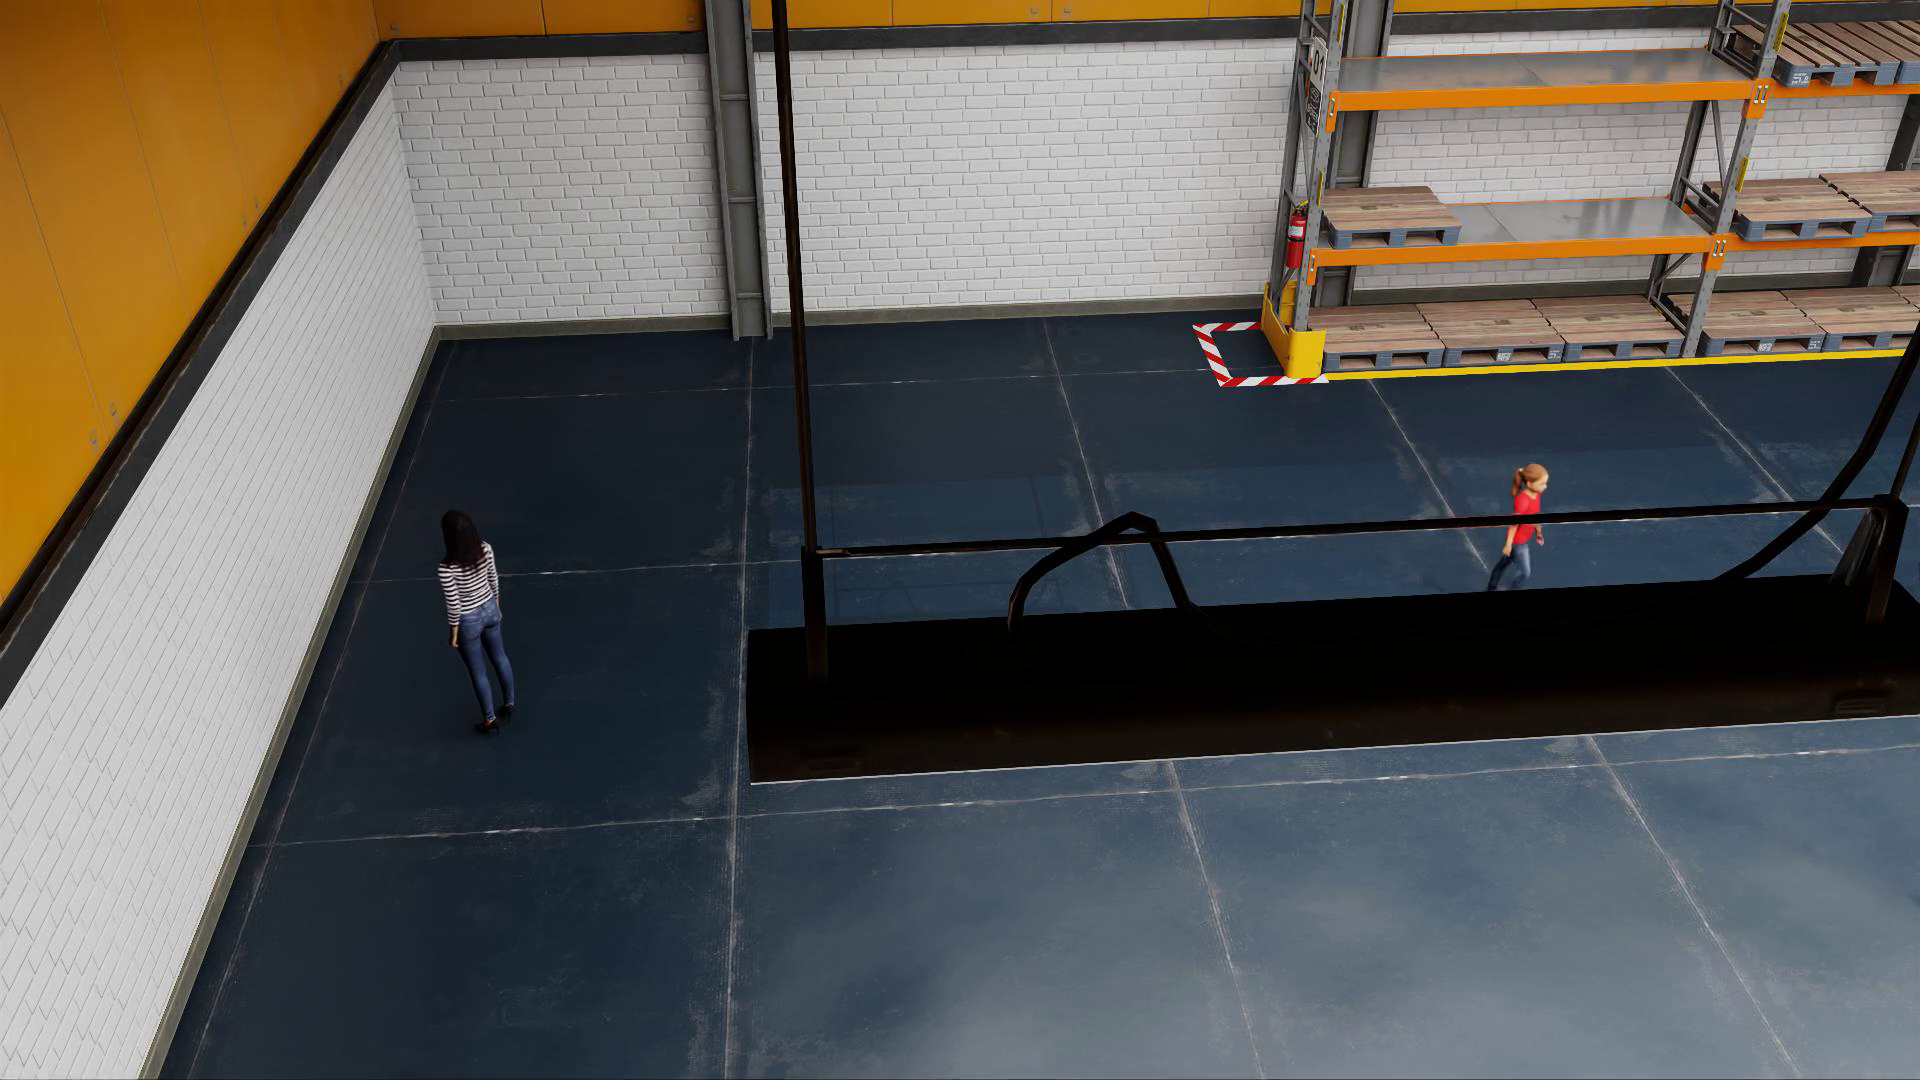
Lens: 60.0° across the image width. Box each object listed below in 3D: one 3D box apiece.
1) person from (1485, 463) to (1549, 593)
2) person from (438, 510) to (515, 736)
[{"bbox_3d":[4.212,-0.038,12.722,0.763,1.295,0.679,19,38,26],"label":"person"},{"bbox_3d":[-3.300,0.567,11.359,0.678,1.797,0.636,22,39,29],"label":"person"}]
